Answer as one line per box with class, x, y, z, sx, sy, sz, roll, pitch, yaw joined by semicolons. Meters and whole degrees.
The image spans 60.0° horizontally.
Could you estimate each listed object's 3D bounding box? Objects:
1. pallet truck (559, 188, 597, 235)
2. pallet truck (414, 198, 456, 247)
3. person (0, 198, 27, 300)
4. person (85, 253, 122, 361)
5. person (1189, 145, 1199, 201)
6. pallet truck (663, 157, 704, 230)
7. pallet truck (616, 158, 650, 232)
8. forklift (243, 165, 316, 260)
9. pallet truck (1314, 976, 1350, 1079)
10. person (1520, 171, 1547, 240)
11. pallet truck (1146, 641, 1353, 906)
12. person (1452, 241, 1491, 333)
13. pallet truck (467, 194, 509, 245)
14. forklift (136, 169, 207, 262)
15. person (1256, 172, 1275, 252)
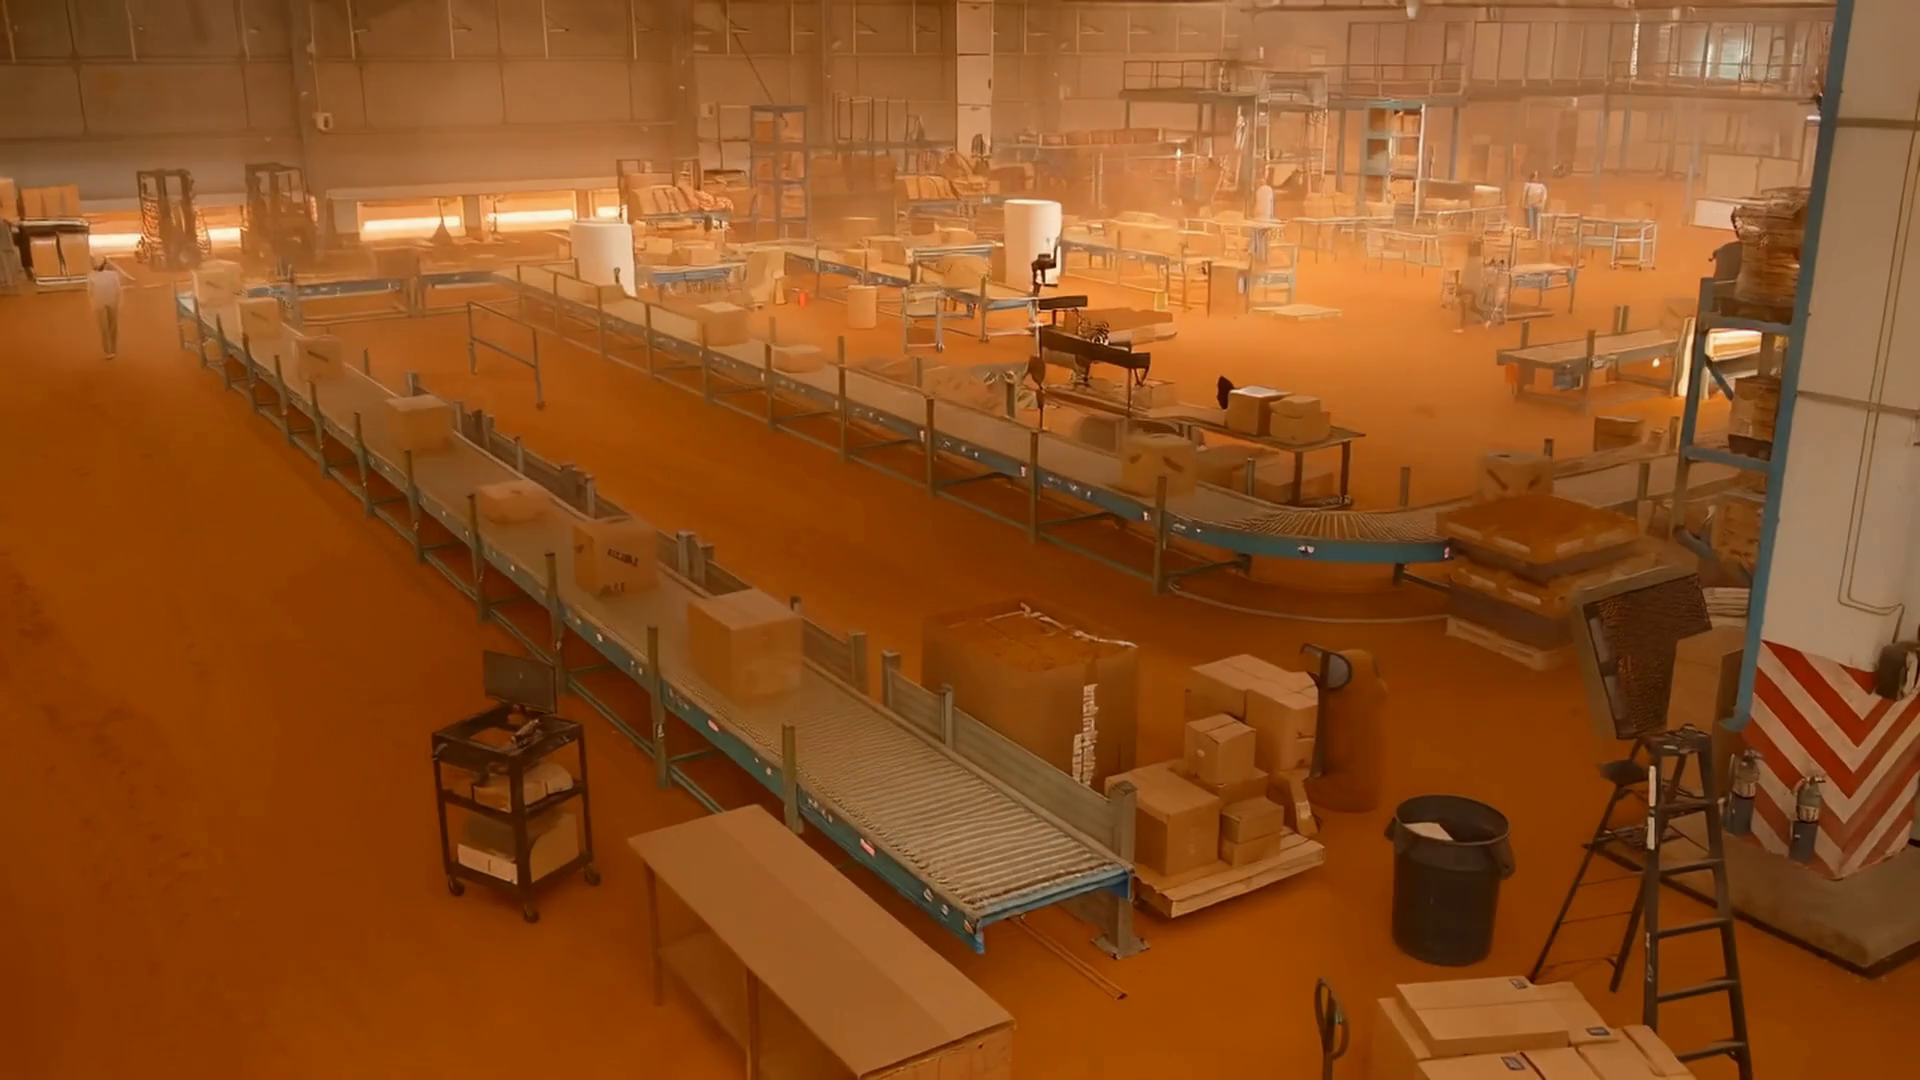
pallet truck;-10.010;-8.652;43.699;0.653;1.274;1.630;-10;20;-31
pallet truck;-13.250;-8.060;41.856;0.680;1.201;1.601;-10;20;-31
person;-18.872;-5.744;32.840;0.622;1.990;0.395;7;18;23
person;-13.707;-3.755;26.707;0.519;1.714;0.943;-8;18;-25
person;7.489;-11.711;53.123;0.323;1.742;0.492;4;17;14
pallet truck;-7.586;-9.308;44.692;0.823;1.965;1.885;-11;20;-33
pallet truck;-8.918;-9.176;44.255;0.823;1.965;1.885;-9;19;-27
forklift;-15.898;-7.669;38.708;1.157;1.987;2.680;-11;20;-33
pallet truck;2.299;2.390;7.086;1.601;1.201;0.680;-2;17;-7
person;14.304;-8.280;41.554;0.599;1.830;0.403;8;18;24
pallet truck;1.664;1.407;10.232;1.630;1.274;0.653;-10;20;-31
person;8.975;-4.399;29.016;0.586;1.611;0.508;-4;17;-12
pallet truck;-11.983;-8.177;42.137;0.704;1.261;1.522;-11;20;-33
forklift;-17.842;-7.318;37.559;1.157;1.987;2.680;-10;20;-31
person;7.342;-7.847;39.938;0.376;1.934;0.547;-9;19;-28
